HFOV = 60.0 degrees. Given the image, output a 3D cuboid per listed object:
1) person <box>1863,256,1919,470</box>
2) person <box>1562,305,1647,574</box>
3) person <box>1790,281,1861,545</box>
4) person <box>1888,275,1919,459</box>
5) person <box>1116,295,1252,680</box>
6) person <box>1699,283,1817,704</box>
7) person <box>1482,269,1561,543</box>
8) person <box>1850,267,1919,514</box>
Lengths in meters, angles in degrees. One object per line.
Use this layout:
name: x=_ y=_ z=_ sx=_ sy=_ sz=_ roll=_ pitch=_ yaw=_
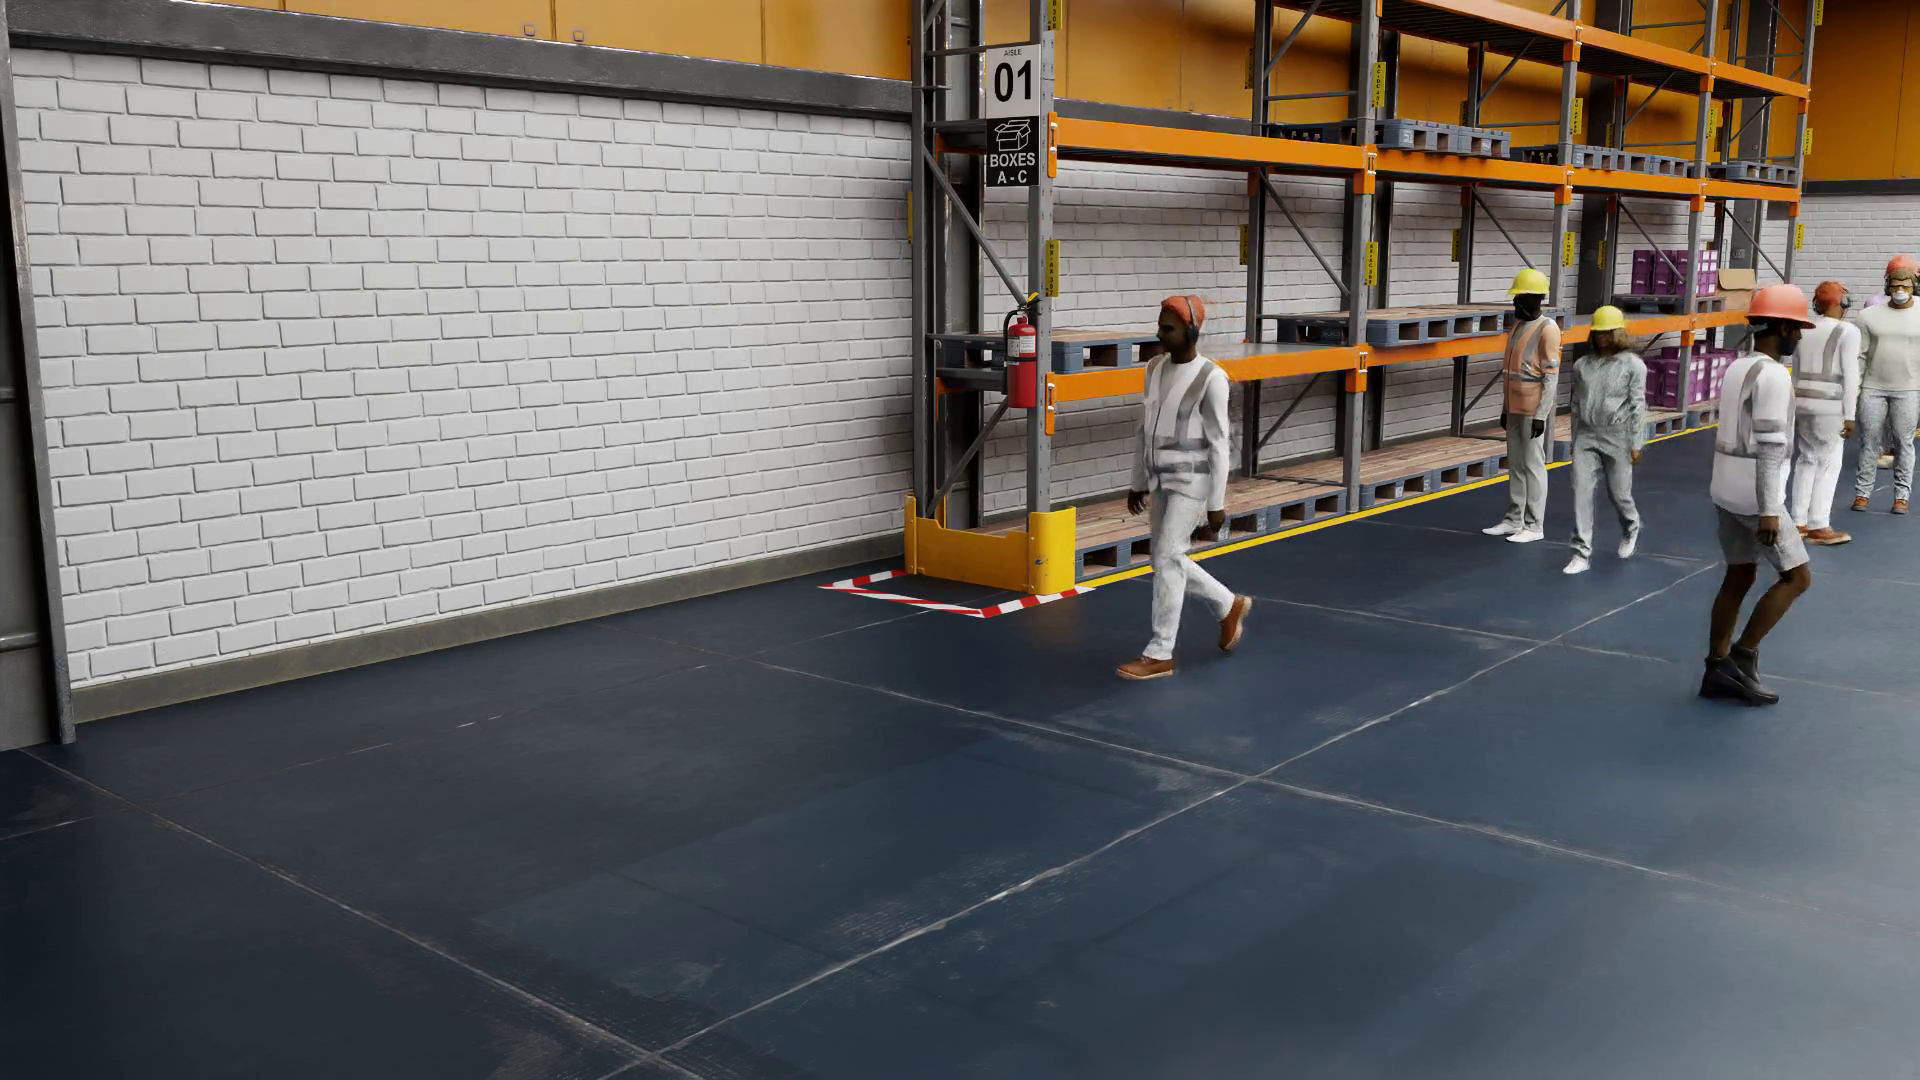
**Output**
person: x=8.807 y=-1.679 z=15.807 sx=0.657 sy=2.005 sz=0.635 roll=-3 pitch=10 yaw=-15
person: x=4.183 y=-0.652 z=10.723 sx=0.495 sy=1.721 sz=0.731 roll=9 pitch=13 yaw=42
person: x=6.136 y=-0.899 z=11.800 sx=0.426 sy=1.846 sz=0.744 roll=-2 pitch=10 yaw=-13
person: x=9.417 y=-1.745 z=16.408 sx=0.633 sy=1.914 sz=0.451 roll=-1 pitch=10 yaw=-7
person: x=1.124 y=-0.259 z=8.084 sx=0.765 sy=1.864 sz=0.594 roll=-5 pitch=11 yaw=-27
person: x=3.638 y=-0.196 z=7.552 sx=0.468 sy=1.914 sz=0.565 roll=1 pitch=10 yaw=6
person: x=4.002 y=-0.945 z=11.779 sx=0.361 sy=1.930 sz=0.585 roll=-2 pitch=10 yaw=-10
person: x=7.311 y=-1.164 z=13.046 sx=0.622 sy=1.932 sz=0.368 roll=8 pitch=13 yaw=38
